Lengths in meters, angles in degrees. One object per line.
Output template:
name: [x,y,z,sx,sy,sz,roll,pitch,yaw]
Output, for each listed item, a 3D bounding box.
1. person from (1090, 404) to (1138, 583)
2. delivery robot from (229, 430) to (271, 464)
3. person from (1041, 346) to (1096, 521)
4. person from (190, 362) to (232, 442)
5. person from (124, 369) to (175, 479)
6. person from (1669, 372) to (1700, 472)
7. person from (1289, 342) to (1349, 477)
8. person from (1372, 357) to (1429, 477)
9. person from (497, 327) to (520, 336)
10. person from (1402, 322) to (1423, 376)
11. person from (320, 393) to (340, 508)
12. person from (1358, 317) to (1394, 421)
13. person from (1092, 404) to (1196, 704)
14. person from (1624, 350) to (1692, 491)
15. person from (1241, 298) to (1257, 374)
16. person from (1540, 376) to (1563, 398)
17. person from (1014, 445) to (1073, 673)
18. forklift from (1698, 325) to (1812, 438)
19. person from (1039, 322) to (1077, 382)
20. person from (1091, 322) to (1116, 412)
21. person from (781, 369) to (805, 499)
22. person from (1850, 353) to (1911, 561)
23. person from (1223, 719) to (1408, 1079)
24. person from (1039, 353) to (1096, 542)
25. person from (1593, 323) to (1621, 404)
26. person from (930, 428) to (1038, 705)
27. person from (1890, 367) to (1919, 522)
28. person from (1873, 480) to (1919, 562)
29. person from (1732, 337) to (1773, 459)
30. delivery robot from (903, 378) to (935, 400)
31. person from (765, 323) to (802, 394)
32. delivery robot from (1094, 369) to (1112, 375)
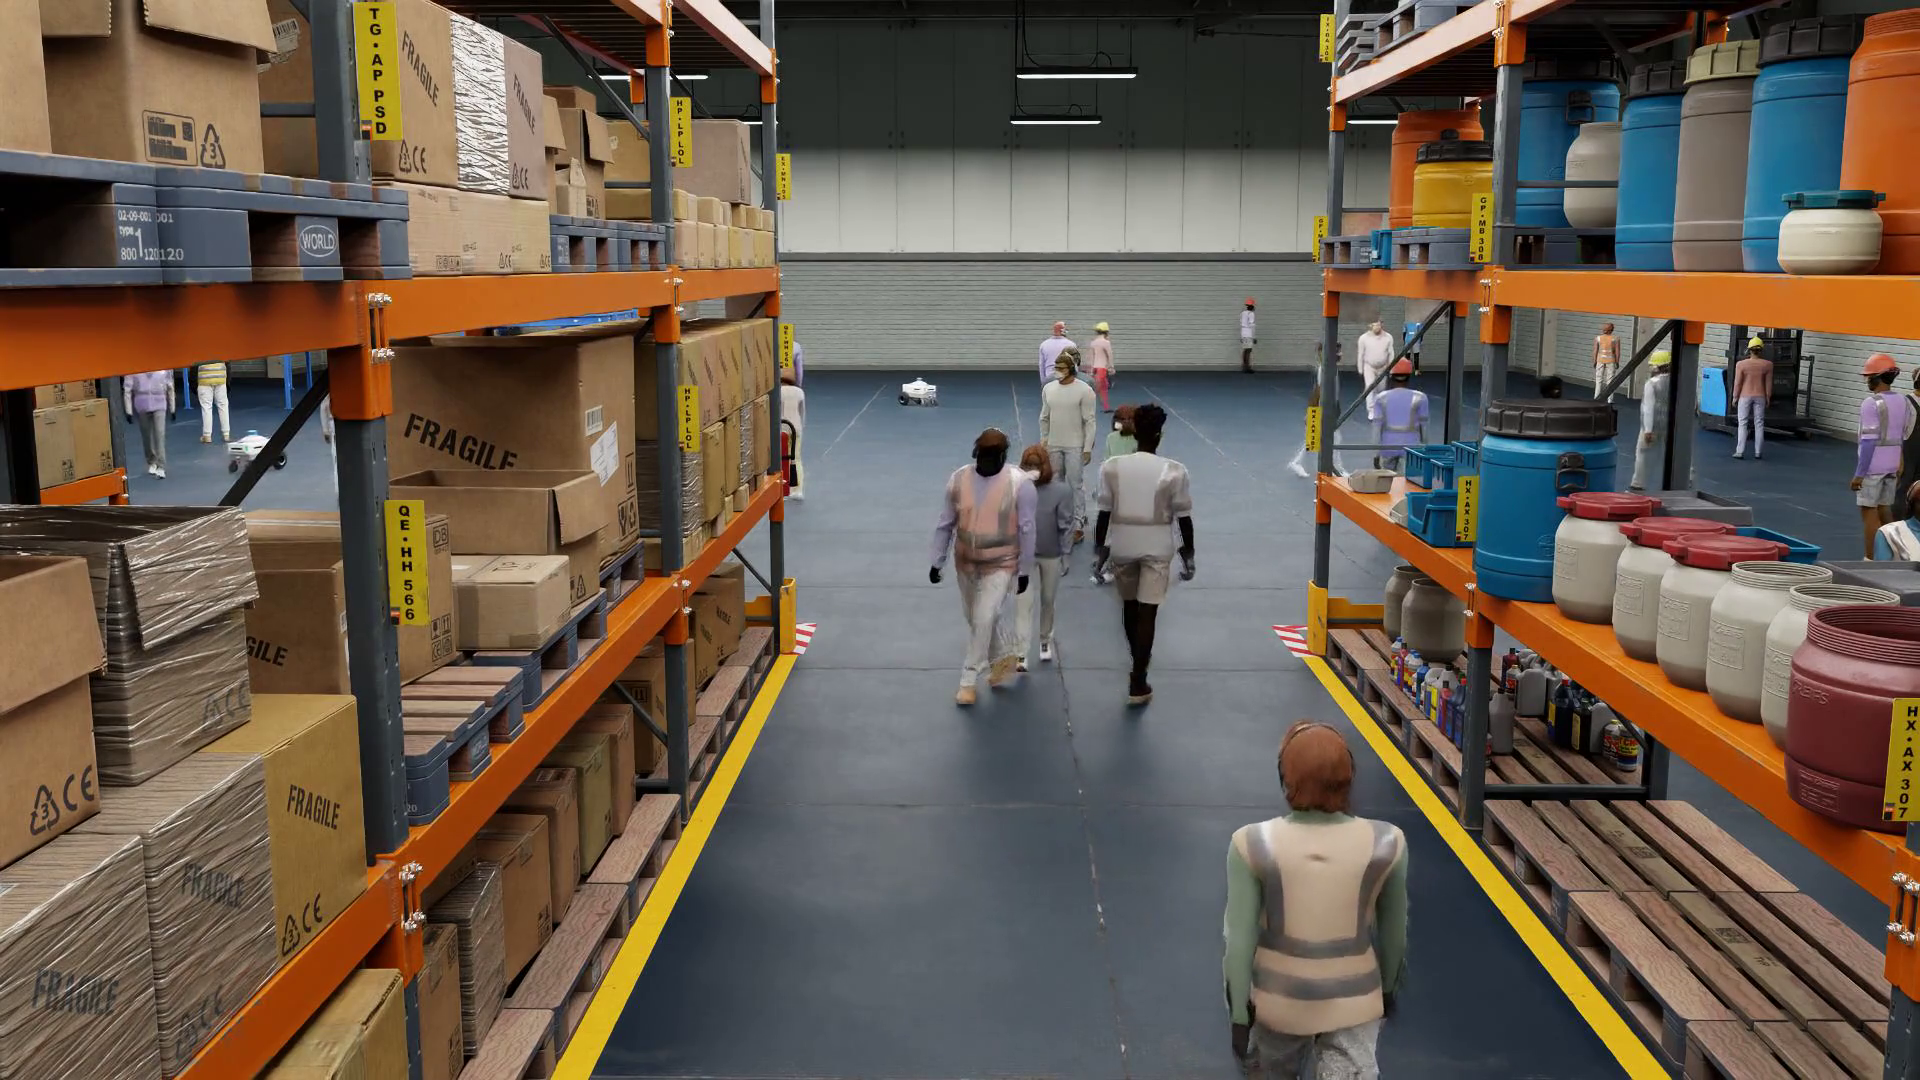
person: [1.504,-0.443,15.039,0.832,1.595,0.499,-6,11,-31]
delivery robot: [-9.730,-1.267,22.923,0.477,0.478,0.707,3,10,16]
person: [1.201,-1.165,18.328,0.630,1.940,0.372,-3,10,-18]
person: [-11.964,-2.493,26.569,0.626,1.847,0.429,-8,12,-40]
person: [-10.819,-1.789,22.230,0.598,1.884,0.994,-5,11,-26]
person: [9.828,-1.758,22.617,0.531,1.692,0.320,-3,10,-19]
person: [4.803,-1.719,21.977,0.936,1.837,0.553,5,11,29]
person: [4.527,-0.932,17.121,0.549,1.885,1.013,4,10,24]
person: [-11.529,-5.228,42.487,0.643,2.000,0.692,7,12,35]
person: [11.456,-5.008,42.068,0.534,1.697,0.322,6,11,33]
person: [-7.279,-1.346,19.715,0.575,1.844,0.978,-3,10,-18]
person: [7.581,-3.151,30.410,0.643,1.876,0.812,0,9,-2]
person: [1.254,0.058,11.033,0.646,1.917,0.950,4,10,22]
person: [8.551,-1.415,20.247,0.594,1.804,0.878,-4,10,-22]
person: [7.475,-5.276,43.040,0.573,1.923,0.616,-3,10,-18]
person: [6.153,-0.851,17.191,0.643,1.673,0.554,8,12,40]
person: [0.543,0.118,11.704,0.500,1.579,0.865,1,10,5]
forklift: [13.248,-3.165,27.620,1.129,2.768,1.873,0,9,1]
person: [1.601,-2.557,26.776,0.643,1.905,0.399,5,11,26]
person: [2.624,-3.268,31.555,0.851,1.733,0.525,-5,11,-27]
person: [-2.074,-1.304,20.166,0.517,1.595,0.610,-6,11,-33]
person: [8.216,-0.653,14.955,0.614,2.039,0.394,-6,11,-32]
person: [0.984,1.285,4.659,0.514,1.594,0.857,1,10,6]
person: [1.090,-0.951,17.049,0.635,1.936,0.352,7,12,36]
person: [13.090,-3.577,33.675,0.522,1.638,0.310,6,11,32]
person: [0.204,0.140,10.966,0.731,1.799,0.758,4,10,24]
person: [9.449,-0.806,16.486,0.504,1.840,0.329,-5,11,-28]
person: [5.448,0.458,9.501,0.522,1.639,0.309,1,10,4]
person: [11.535,-2.066,24.240,0.535,1.767,0.315,1,10,8]
delivery robot: [-0.818,-3.011,33.367,0.477,0.478,0.707,-9,13,-43]
person: [-2.823,-2.479,26.347,0.658,1.882,1.018,-2,10,-12]
delivery robot: [3.267,-3.885,37.827,0.335,0.223,0.698,6,11,33]
